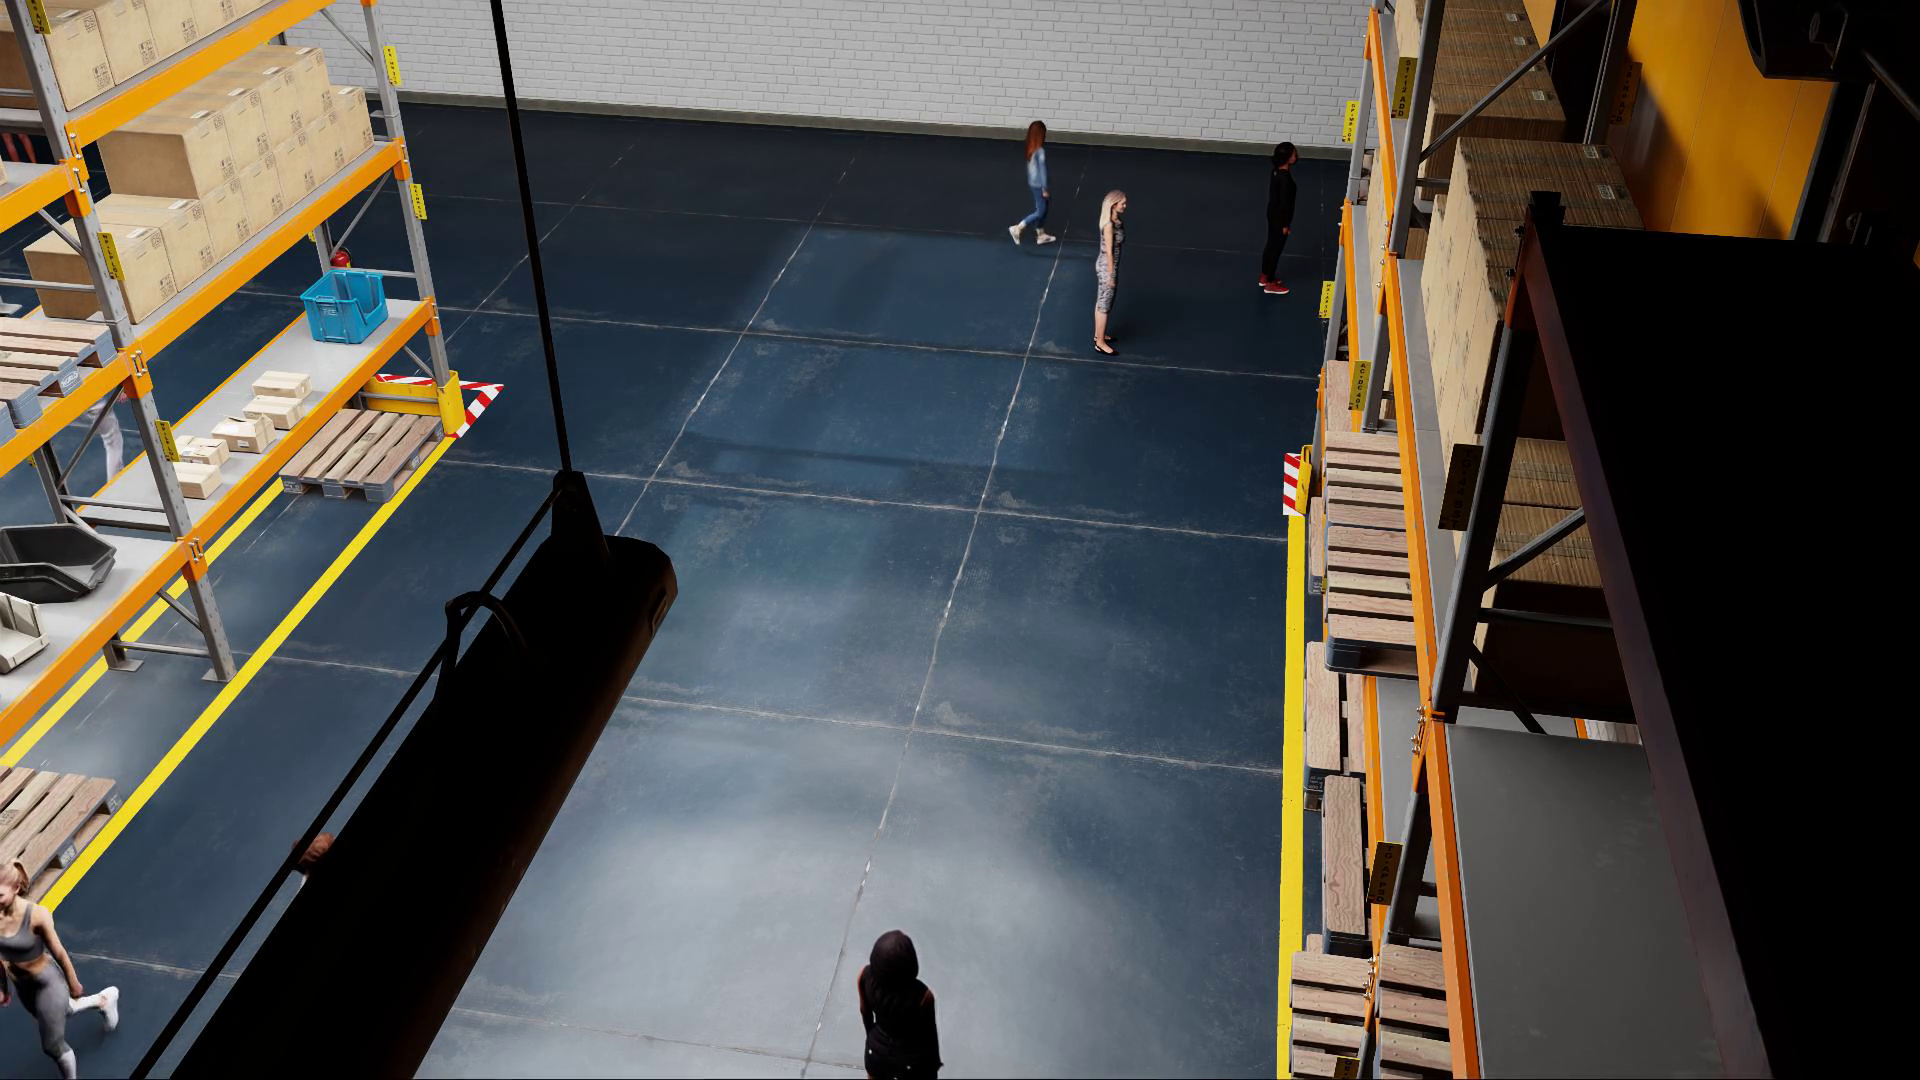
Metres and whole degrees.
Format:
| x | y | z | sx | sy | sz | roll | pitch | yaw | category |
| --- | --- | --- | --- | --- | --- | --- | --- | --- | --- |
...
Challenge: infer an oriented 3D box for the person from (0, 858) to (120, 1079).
| x | y | z | sx | sy | sz | roll | pitch | yaw | category |
| --- | --- | --- | --- | --- | --- | --- | --- | --- | --- |
| -4.989 | 2.364 | 9.103 | 0.572 | 1.681 | 1.030 | 6 | 34 | 9 | person |

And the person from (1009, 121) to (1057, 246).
| x | y | z | sx | sy | sz | roll | pitch | yaw | category |
| --- | --- | --- | --- | --- | --- | --- | --- | --- | --- |
| 0.837 | -4.021 | 18.905 | 0.844 | 1.465 | 0.860 | -10 | 35 | -15 | person |

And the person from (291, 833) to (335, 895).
| x | y | z | sx | sy | sz | roll | pitch | yaw | category |
| --- | --- | --- | --- | --- | --- | --- | --- | --- | --- |
| -3.351 | 2.306 | 9.002 | 0.727 | 1.891 | 0.538 | 0 | 34 | 0 | person |

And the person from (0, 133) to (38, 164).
| x | y | z | sx | sy | sz | roll | pitch | yaw | category |
| --- | --- | --- | --- | --- | --- | --- | --- | --- | --- |
| -11.878 | -5.335 | 20.650 | 0.727 | 1.721 | 0.567 | 16 | 37 | 22 | person |

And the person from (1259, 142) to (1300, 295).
| x | y | z | sx | sy | sz | roll | pitch | yaw | category |
| --- | --- | --- | --- | --- | --- | --- | --- | --- | --- |
| 3.432 | -3.477 | 17.897 | 0.720 | 1.675 | 0.571 | -4 | 34 | -6 | person |

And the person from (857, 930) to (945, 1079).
| x | y | z | sx | sy | sz | roll | pitch | yaw | category |
| --- | --- | --- | --- | --- | --- | --- | --- | --- | --- |
| -0.312 | 2.663 | 8.601 | 0.656 | 1.740 | 0.613 | 15 | 36 | 21 | person |

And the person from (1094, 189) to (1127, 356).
| x | y | z | sx | sy | sz | roll | pitch | yaw | category |
| --- | --- | --- | --- | --- | --- | --- | --- | --- | --- |
| 1.477 | -2.711 | 16.721 | 0.635 | 1.701 | 0.448 | 4 | 34 | 6 | person |
